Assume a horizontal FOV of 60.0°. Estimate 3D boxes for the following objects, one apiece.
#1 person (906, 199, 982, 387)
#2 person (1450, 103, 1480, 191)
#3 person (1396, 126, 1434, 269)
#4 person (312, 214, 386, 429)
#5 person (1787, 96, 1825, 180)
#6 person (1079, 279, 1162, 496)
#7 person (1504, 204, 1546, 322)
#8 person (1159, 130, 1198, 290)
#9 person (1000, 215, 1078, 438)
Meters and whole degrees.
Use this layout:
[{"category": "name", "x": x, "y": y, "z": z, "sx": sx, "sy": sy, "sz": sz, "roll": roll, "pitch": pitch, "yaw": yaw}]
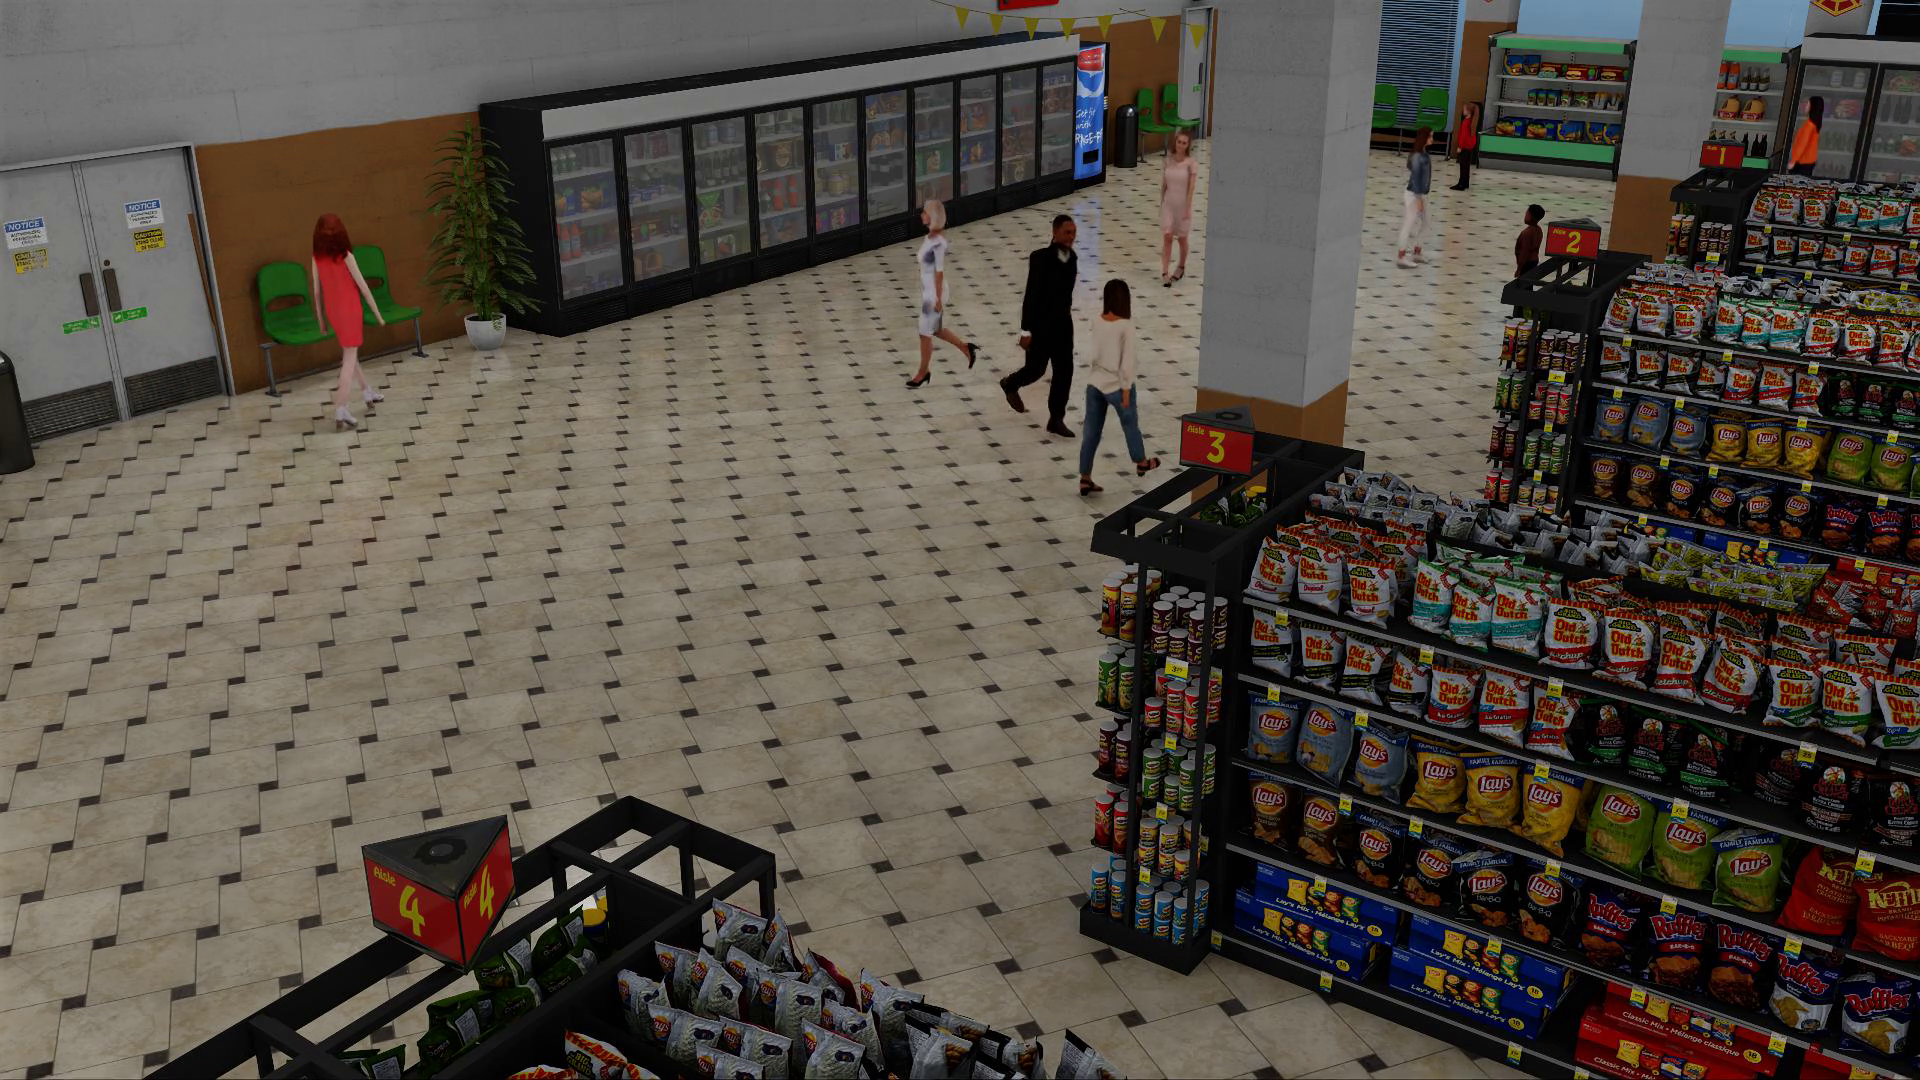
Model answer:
[{"category": "person", "x": -0.169, "y": -2.259, "z": 15.319, "sx": 0.999, "sy": 1.730, "sz": 0.967, "roll": -5, "pitch": 23, "yaw": -13}, {"category": "person", "x": 7.635, "y": -5.942, "z": 25.087, "sx": 0.512, "sy": 1.282, "sz": 0.498, "roll": 17, "pitch": 27, "yaw": 36}, {"category": "person", "x": 5.403, "y": -4.127, "z": 20.018, "sx": 0.641, "sy": 1.692, "sz": 0.655, "roll": 13, "pitch": 25, "yaw": 29}, {"category": "person", "x": -5.277, "y": -1.830, "z": 14.176, "sx": 1.003, "sy": 1.785, "sz": 0.821, "roll": 8, "pitch": 23, "yaw": 18}, {"category": "person", "x": 11.354, "y": -5.005, "z": 22.158, "sx": 0.956, "sy": 1.725, "sz": 0.674, "roll": 11, "pitch": 25, "yaw": 26}, {"category": "person", "x": 1.081, "y": -1.118, "z": 12.588, "sx": 0.864, "sy": 1.649, "sz": 1.048, "roll": -18, "pitch": 28, "yaw": -38}, {"category": "person", "x": 6.020, "y": -2.936, "z": 17.641, "sx": 0.505, "sy": 1.254, "sz": 0.546, "roll": 19, "pitch": 29, "yaw": 39}, {"category": "person", "x": 2.499, "y": -3.773, "z": 19.033, "sx": 1.019, "sy": 1.770, "sz": 0.796, "roll": 13, "pitch": 25, "yaw": 28}, {"category": "person", "x": 0.682, "y": -1.804, "z": 13.999, "sx": 0.928, "sy": 1.869, "sz": 1.217, "roll": -18, "pitch": 28, "yaw": -37}]
